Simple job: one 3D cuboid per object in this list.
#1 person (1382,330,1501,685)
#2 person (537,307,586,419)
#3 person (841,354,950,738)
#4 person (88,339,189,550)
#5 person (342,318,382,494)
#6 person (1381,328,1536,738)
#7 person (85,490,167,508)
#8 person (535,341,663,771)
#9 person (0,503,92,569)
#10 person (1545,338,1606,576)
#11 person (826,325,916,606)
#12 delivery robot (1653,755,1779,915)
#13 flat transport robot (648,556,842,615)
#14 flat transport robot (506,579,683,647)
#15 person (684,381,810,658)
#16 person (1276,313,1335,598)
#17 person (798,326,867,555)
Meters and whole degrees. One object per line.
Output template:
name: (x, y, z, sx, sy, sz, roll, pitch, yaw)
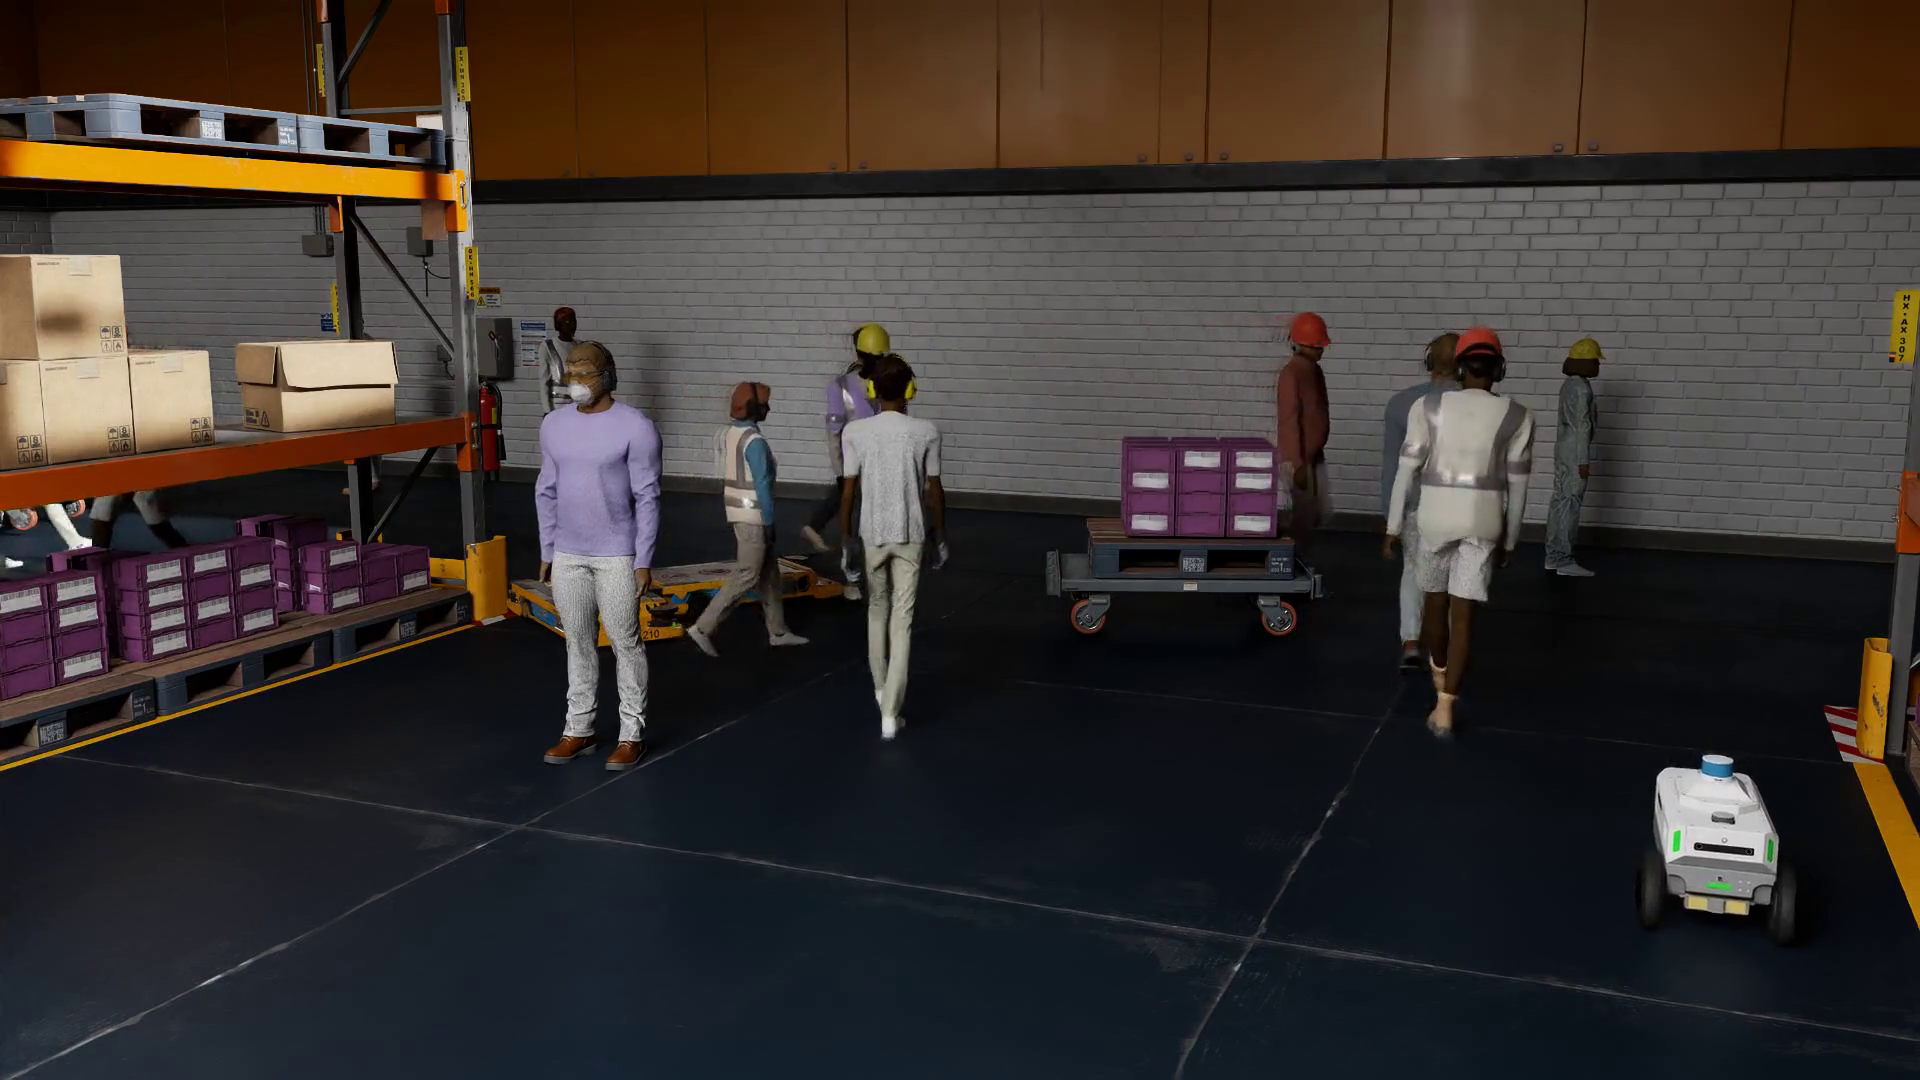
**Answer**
person: (2.617, -0.166, 9.006, 0.634, 1.924, 0.430, 4, 10, 21)
person: (-3.701, -1.247, 15.677, 0.354, 1.883, 0.573, 7, 12, 36)
person: (-0.309, 0.002, 8.253, 0.504, 1.832, 0.896, 1, 9, 7)
person: (-5.391, -0.444, 10.830, 0.553, 1.891, 1.008, 5, 11, 28)
person: (-5.999, -1.371, 16.566, 0.430, 1.840, 0.622, 1, 9, 4)
person: (2.475, -0.064, 8.296, 0.692, 1.948, 1.080, 4, 10, 22)
person: (-7.768, -1.151, 15.352, 0.921, 1.809, 0.575, 2, 10, 11)
person: (-1.637, 0.073, 7.517, 0.631, 1.939, 0.372, 3, 10, 20)
person: (-7.031, -0.712, 12.596, 0.543, 1.823, 0.949, 6, 11, 34)
person: (4.544, -0.612, 12.249, 0.321, 1.743, 0.488, 1, 9, 4)
person: (-0.585, -0.474, 11.008, 0.605, 1.872, 0.960, -4, 10, -22)
delivery robot: (2.634, 0.996, 5.817, 0.477, 0.478, 0.707, 3, 10, 19)
flat transport robot: (-1.576, 0.298, 11.189, 1.431, 0.197, 0.652, -6, 11, -31)
flat transport robot: (-2.316, 0.423, 10.430, 0.652, 0.197, 1.431, -6, 11, -31)
person: (-1.261, -0.120, 9.680, 0.751, 1.611, 0.525, -4, 10, -21)
person: (2.300, -0.570, 11.350, 0.517, 1.956, 0.626, 6, 11, 31)
person: (-0.817, -0.762, 12.955, 0.890, 1.816, 0.516, -2, 10, -12)
